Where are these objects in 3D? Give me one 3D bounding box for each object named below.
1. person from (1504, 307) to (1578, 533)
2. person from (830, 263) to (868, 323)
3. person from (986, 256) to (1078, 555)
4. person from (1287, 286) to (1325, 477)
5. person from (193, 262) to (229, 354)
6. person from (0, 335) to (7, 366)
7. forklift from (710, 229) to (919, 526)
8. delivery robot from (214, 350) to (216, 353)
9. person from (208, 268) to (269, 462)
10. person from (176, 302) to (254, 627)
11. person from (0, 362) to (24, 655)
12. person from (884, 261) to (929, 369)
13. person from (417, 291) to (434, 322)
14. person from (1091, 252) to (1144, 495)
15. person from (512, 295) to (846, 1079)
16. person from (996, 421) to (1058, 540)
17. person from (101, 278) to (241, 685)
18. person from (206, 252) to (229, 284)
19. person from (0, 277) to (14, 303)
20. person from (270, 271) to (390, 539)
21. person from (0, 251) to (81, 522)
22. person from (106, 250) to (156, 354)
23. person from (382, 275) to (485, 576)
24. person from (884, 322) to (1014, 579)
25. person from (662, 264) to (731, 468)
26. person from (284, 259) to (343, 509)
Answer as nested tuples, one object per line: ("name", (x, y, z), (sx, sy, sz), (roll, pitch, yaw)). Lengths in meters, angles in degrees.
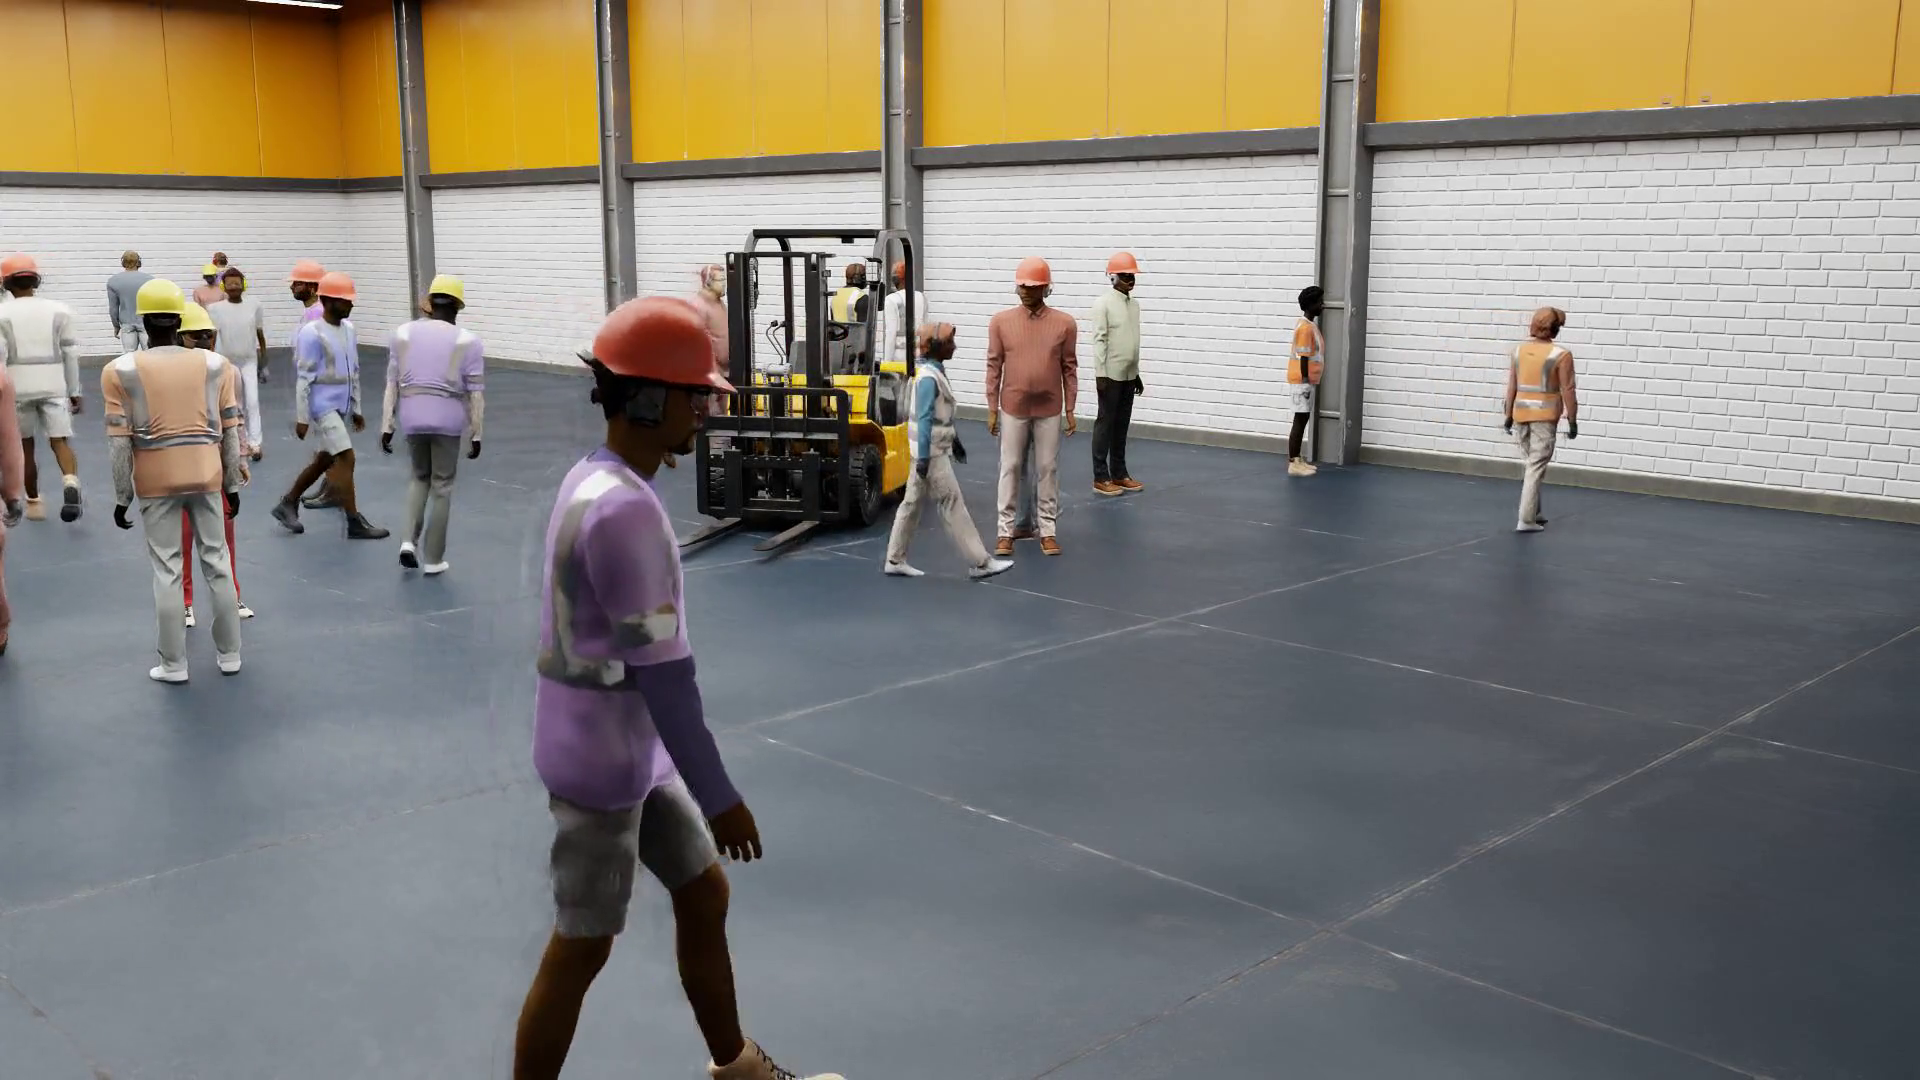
("person", (4.243, -0.866, 12.015), (0.627, 1.616, 0.537), (-6, 12, -31))
("person", (-1.098, -1.993, 17.561), (0.429, 1.839, 0.634), (-8, 13, -36))
("person", (0.482, -0.882, 11.086), (0.613, 1.991, 0.392), (0, 10, -1))
("person", (3.076, -1.410, 14.800), (0.321, 1.689, 0.529), (4, 11, 18))
("person", (-10.630, -3.082, 23.748), (0.533, 1.754, 0.647), (-2, 11, -9))
("person", (-6.843, -0.830, 11.380), (0.623, 1.798, 0.967), (-8, 13, -37))
("forklift", (-1.050, -1.319, 12.920), (1.214, 2.155, 2.313), (2, 11, 13))
("delivery robot", (-10.895, -2.744, 24.908), (0.707, 0.478, 0.477), (9, 14, 40))
("person", (-6.824, -1.648, 15.731), (0.529, 1.813, 0.992), (-5, 11, -24))
("person", (-4.178, -0.416, 9.151), (0.528, 1.772, 0.300), (-10, 14, -43))
("person", (-4.898, -0.255, 8.052), (0.653, 1.853, 0.962), (-6, 12, -31))
("person", (-0.536, -1.783, 16.294), (0.337, 1.882, 0.584), (9, 14, 41))
("person", (-4.856, -1.538, 15.637), (0.410, 1.619, 0.533), (4, 11, 19))
("person", (1.318, -1.379, 13.783), (0.379, 1.996, 0.611), (8, 13, 38))
("person", (-0.627, 0.476, 3.657), (0.943, 1.999, 0.619), (-2, 11, -10))
("person", (0.423, -0.791, 11.604), (0.379, 1.618, 0.494), (1, 10, 8))
("person", (-3.738, -0.272, 7.934), (0.589, 1.928, 0.384), (-8, 13, -38))
("person", (-12.449, -3.939, 28.154), (0.566, 1.846, 0.387), (-10, 15, -44))
("person", (-12.864, -2.743, 22.239), (0.452, 1.618, 0.566), (7, 12, 33))
("person", (-4.528, -0.941, 11.724), (0.898, 1.896, 0.541), (2, 11, 9))
("person", (-6.781, -1.103, 12.219), (0.617, 2.023, 0.850), (-9, 14, -40))
("person", (-10.660, -2.773, 21.548), (0.628, 1.940, 0.373), (-2, 11, -13))
("person", (-3.293, -0.719, 10.500), (0.646, 1.877, 0.515), (1, 10, 4))
("person", (-0.091, -0.538, 10.281), (0.842, 1.595, 0.529), (0, 10, 1))
("person", (-2.304, -1.541, 15.007), (0.792, 1.884, 0.653), (3, 11, 15))
("person", (-5.060, -1.219, 13.060), (0.352, 1.942, 0.546), (-4, 11, -23))
